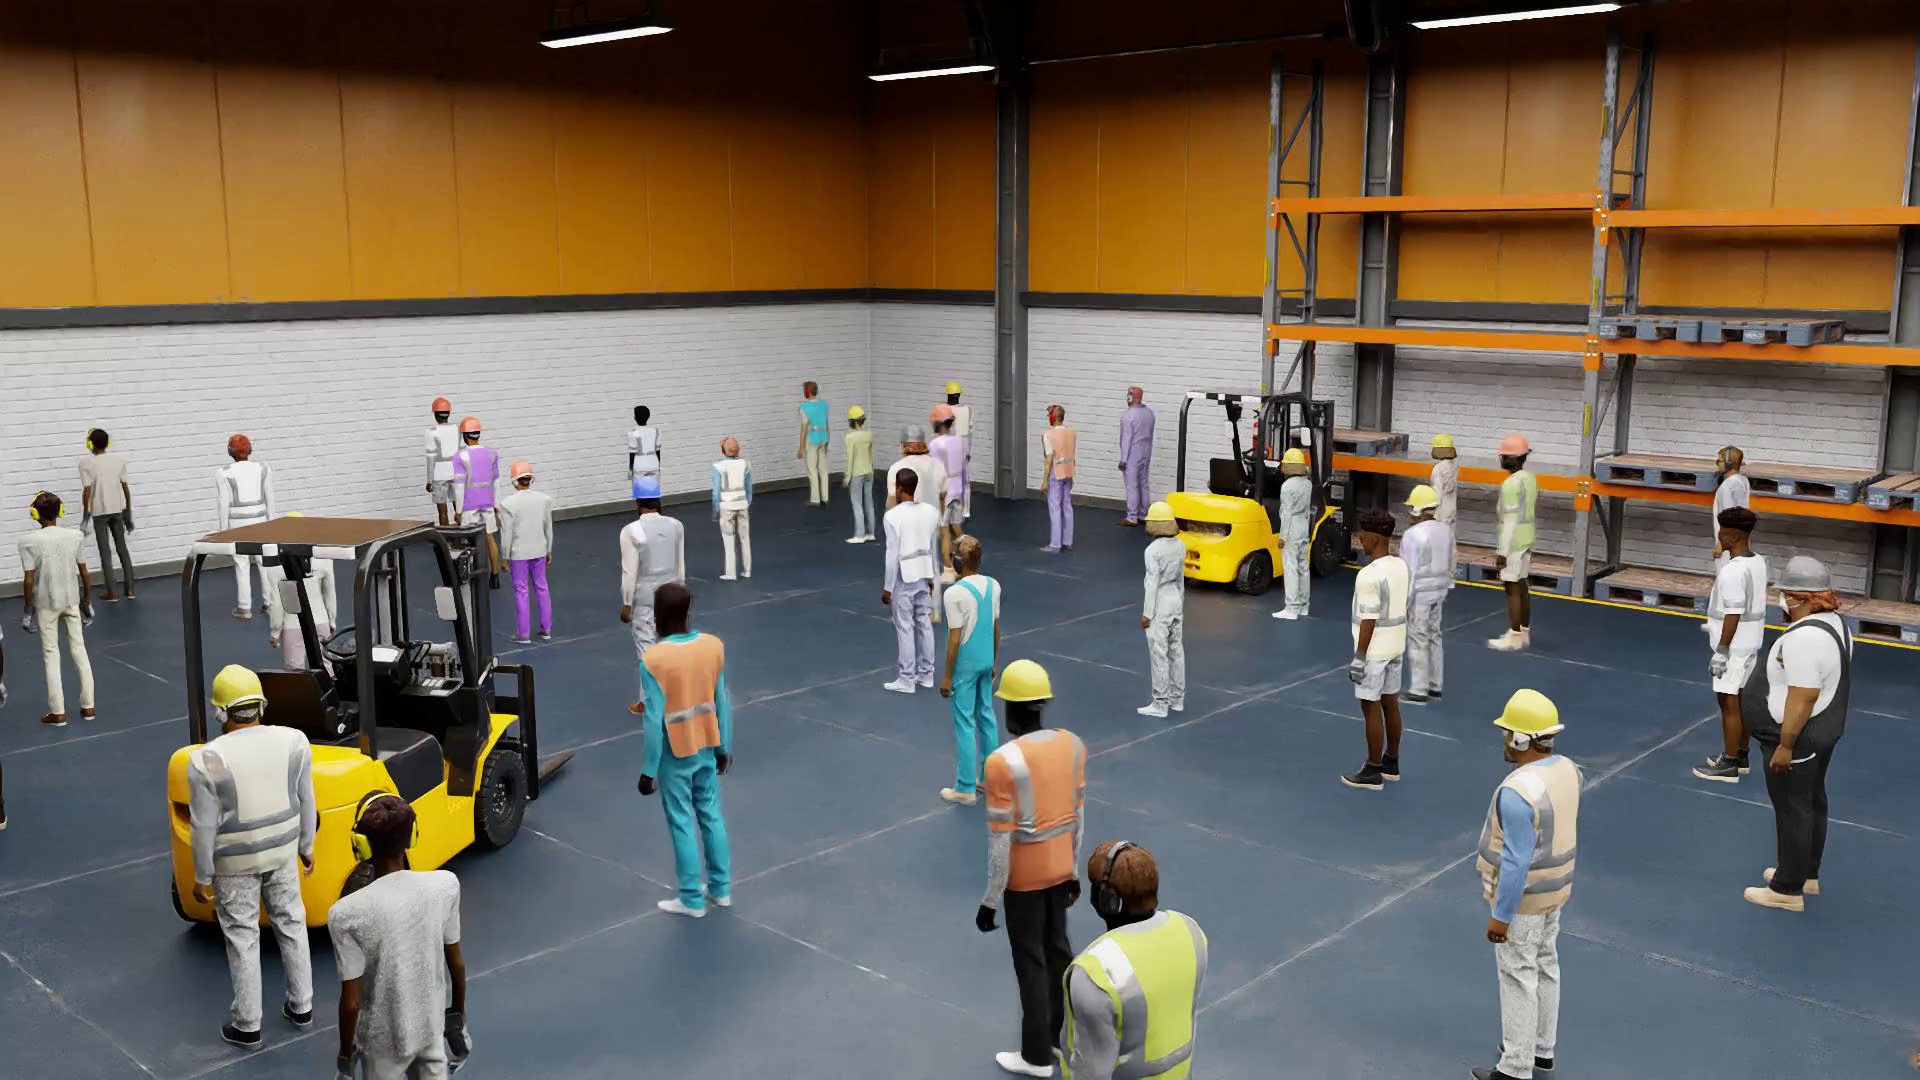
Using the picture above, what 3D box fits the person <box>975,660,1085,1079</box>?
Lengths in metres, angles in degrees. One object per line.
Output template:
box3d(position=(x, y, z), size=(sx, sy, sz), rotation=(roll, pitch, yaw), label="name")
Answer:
box3d(position=(0.312, 1.497, 7.604), size=(0.607, 1.912, 0.458), rotation=(-10, 14, -44), label="person")

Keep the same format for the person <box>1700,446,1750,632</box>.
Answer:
box3d(position=(7.535, -0.002, 16.315), size=(0.328, 1.842, 0.515), rotation=(9, 13, 42), label="person")

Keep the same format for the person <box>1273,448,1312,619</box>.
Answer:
box3d(position=(3.389, -0.067, 16.973), size=(0.319, 1.742, 0.492), rotation=(9, 13, 42), label="person")

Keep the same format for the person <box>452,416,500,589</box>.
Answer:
box3d(position=(-5.331, -0.394, 18.291), size=(0.378, 1.932, 0.551), rotation=(9, 13, 42), label="person")

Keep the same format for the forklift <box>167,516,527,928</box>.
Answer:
box3d(position=(-3.583, 0.976, 9.748), size=(1.214, 2.155, 2.313), rotation=(2, 10, 11), label="forklift")

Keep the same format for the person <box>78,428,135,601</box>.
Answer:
box3d(position=(-9.130, -0.264, 17.807), size=(0.344, 1.856, 0.587), rotation=(7, 12, 36), label="person")

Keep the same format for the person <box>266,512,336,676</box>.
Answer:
box3d(position=(-5.048, 0.660, 12.769), size=(0.325, 1.767, 0.533), rotation=(9, 13, 42), label="person")

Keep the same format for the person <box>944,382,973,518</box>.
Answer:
box3d(position=(-0.075, -1.234, 23.097), size=(0.381, 1.924, 0.594), rotation=(9, 13, 42), label="person")

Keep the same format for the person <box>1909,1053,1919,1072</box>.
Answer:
box3d(position=(4.581, 1.509, 7.527), size=(0.433, 1.927, 0.654), rotation=(8, 13, 39), label="person")

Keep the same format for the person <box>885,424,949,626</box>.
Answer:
box3d(position=(-0.469, -0.166, 16.689), size=(0.702, 2.000, 0.536), rotation=(-8, 13, -38), label="person")

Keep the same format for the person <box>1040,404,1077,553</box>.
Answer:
box3d(position=(1.233, -0.757, 20.616), size=(0.373, 1.840, 0.570), rotation=(9, 13, 42), label="person")

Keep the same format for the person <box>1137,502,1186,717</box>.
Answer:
box3d(position=(1.623, 0.553, 13.447), size=(0.324, 1.740, 0.492), rotation=(9, 13, 42), label="person")

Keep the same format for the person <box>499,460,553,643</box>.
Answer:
box3d(position=(-4.170, 0.107, 15.955), size=(0.342, 1.748, 0.572), rotation=(9, 13, 42), label="person")

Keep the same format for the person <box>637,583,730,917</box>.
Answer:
box3d(position=(-1.541, 1.190, 9.397), size=(0.390, 1.905, 0.632), rotation=(7, 12, 36), label="person")

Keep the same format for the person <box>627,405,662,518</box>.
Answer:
box3d(position=(-4.190, -0.942, 22.087), size=(0.317, 1.695, 0.540), rotation=(9, 13, 42), label="person")

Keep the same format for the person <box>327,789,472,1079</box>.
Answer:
box3d(position=(-2.005, 1.806, 5.963), size=(0.310, 1.864, 0.533), rotation=(9, 13, 42), label="person")

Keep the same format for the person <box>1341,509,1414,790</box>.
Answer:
box3d(position=(2.916, 0.760, 11.634), size=(0.368, 1.961, 0.613), rotation=(9, 13, 42), label="person")

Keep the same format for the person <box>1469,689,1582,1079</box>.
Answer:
box3d(position=(2.517, 1.564, 7.431), size=(0.404, 1.829, 0.600), rotation=(9, 13, 42), label="person")

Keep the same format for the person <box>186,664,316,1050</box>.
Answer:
box3d(position=(-3.346, 1.488, 7.875), size=(0.404, 1.827, 0.600), rotation=(9, 13, 42), label="person")

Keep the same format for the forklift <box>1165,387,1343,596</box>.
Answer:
box3d(position=(3.298, -0.608, 18.767), size=(1.214, 2.155, 2.313), rotation=(9, 13, 42), label="forklift")

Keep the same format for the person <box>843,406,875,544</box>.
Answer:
box3d(position=(-1.303, -0.831, 21.280), size=(0.349, 1.760, 0.549), rotation=(7, 12, 36), label="person")

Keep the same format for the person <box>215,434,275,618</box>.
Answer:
box3d(position=(-7.296, -0.146, 17.017), size=(0.337, 1.883, 0.584), rotation=(9, 13, 42), label="person")

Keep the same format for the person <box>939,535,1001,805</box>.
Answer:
box3d(position=(0.069, 0.877, 11.308), size=(0.326, 1.843, 0.515), rotation=(9, 13, 42), label="person")

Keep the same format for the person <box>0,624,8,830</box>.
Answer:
box3d(position=(-6.435, 0.936, 10.632), size=(0.368, 1.961, 0.613), rotation=(9, 13, 42), label="person")

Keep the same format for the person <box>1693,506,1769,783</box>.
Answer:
box3d(position=(5.481, 0.731, 11.798), size=(0.368, 1.961, 0.613), rotation=(9, 13, 42), label="person")

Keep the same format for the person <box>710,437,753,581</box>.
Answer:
box3d(position=(-2.583, -0.347, 18.911), size=(0.544, 1.628, 0.340), rotation=(-8, 13, -38), label="person")

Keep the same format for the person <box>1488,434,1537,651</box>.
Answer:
box3d(position=(5.180, 0.024, 15.632), size=(0.416, 2.037, 0.639), rotation=(7, 12, 36), label="person")

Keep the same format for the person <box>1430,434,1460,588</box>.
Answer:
box3d(position=(5.299, -0.304, 18.325), size=(0.324, 1.740, 0.492), rotation=(9, 13, 42), label="person")

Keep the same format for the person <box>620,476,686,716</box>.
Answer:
box3d(position=(-2.486, 0.455, 13.421), size=(0.404, 1.945, 0.615), rotation=(9, 13, 42), label="person")

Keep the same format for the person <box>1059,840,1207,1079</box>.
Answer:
box3d(position=(0.546, 1.890, 5.554), size=(0.429, 1.839, 0.633), rotation=(9, 13, 42), label="person")

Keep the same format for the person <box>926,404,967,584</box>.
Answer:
box3d(position=(-0.164, -0.506, 18.707), size=(0.435, 2.030, 0.652), rotation=(7, 12, 36), label="person")

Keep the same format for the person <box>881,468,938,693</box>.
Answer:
box3d(position=(-0.416, 0.341, 14.151), size=(0.372, 1.916, 0.596), rotation=(9, 13, 42), label="person")

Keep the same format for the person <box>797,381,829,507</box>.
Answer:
box3d(position=(-2.113, -1.392, 24.289), size=(0.382, 1.832, 0.607), rotation=(7, 12, 36), label="person")

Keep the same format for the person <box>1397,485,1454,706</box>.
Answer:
box3d(position=(3.824, 0.461, 13.775), size=(0.612, 1.821, 0.407), rotation=(-8, 13, -39), label="person")

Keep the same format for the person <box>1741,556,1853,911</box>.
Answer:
box3d(position=(4.775, 1.086, 9.559), size=(0.536, 2.000, 0.688), rotation=(9, 13, 42), label="person")

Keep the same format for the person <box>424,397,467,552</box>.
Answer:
box3d(position=(-6.371, -0.797, 20.580), size=(0.373, 1.934, 0.551), rotation=(9, 13, 42), label="person")

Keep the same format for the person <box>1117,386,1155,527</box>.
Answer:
box3d(position=(2.362, -1.134, 22.584), size=(0.403, 1.906, 0.651), rotation=(9, 13, 42), label="person")

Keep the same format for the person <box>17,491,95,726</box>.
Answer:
box3d(position=(-7.155, 0.538, 13.181), size=(0.310, 1.864, 0.533), rotation=(9, 13, 42), label="person")
